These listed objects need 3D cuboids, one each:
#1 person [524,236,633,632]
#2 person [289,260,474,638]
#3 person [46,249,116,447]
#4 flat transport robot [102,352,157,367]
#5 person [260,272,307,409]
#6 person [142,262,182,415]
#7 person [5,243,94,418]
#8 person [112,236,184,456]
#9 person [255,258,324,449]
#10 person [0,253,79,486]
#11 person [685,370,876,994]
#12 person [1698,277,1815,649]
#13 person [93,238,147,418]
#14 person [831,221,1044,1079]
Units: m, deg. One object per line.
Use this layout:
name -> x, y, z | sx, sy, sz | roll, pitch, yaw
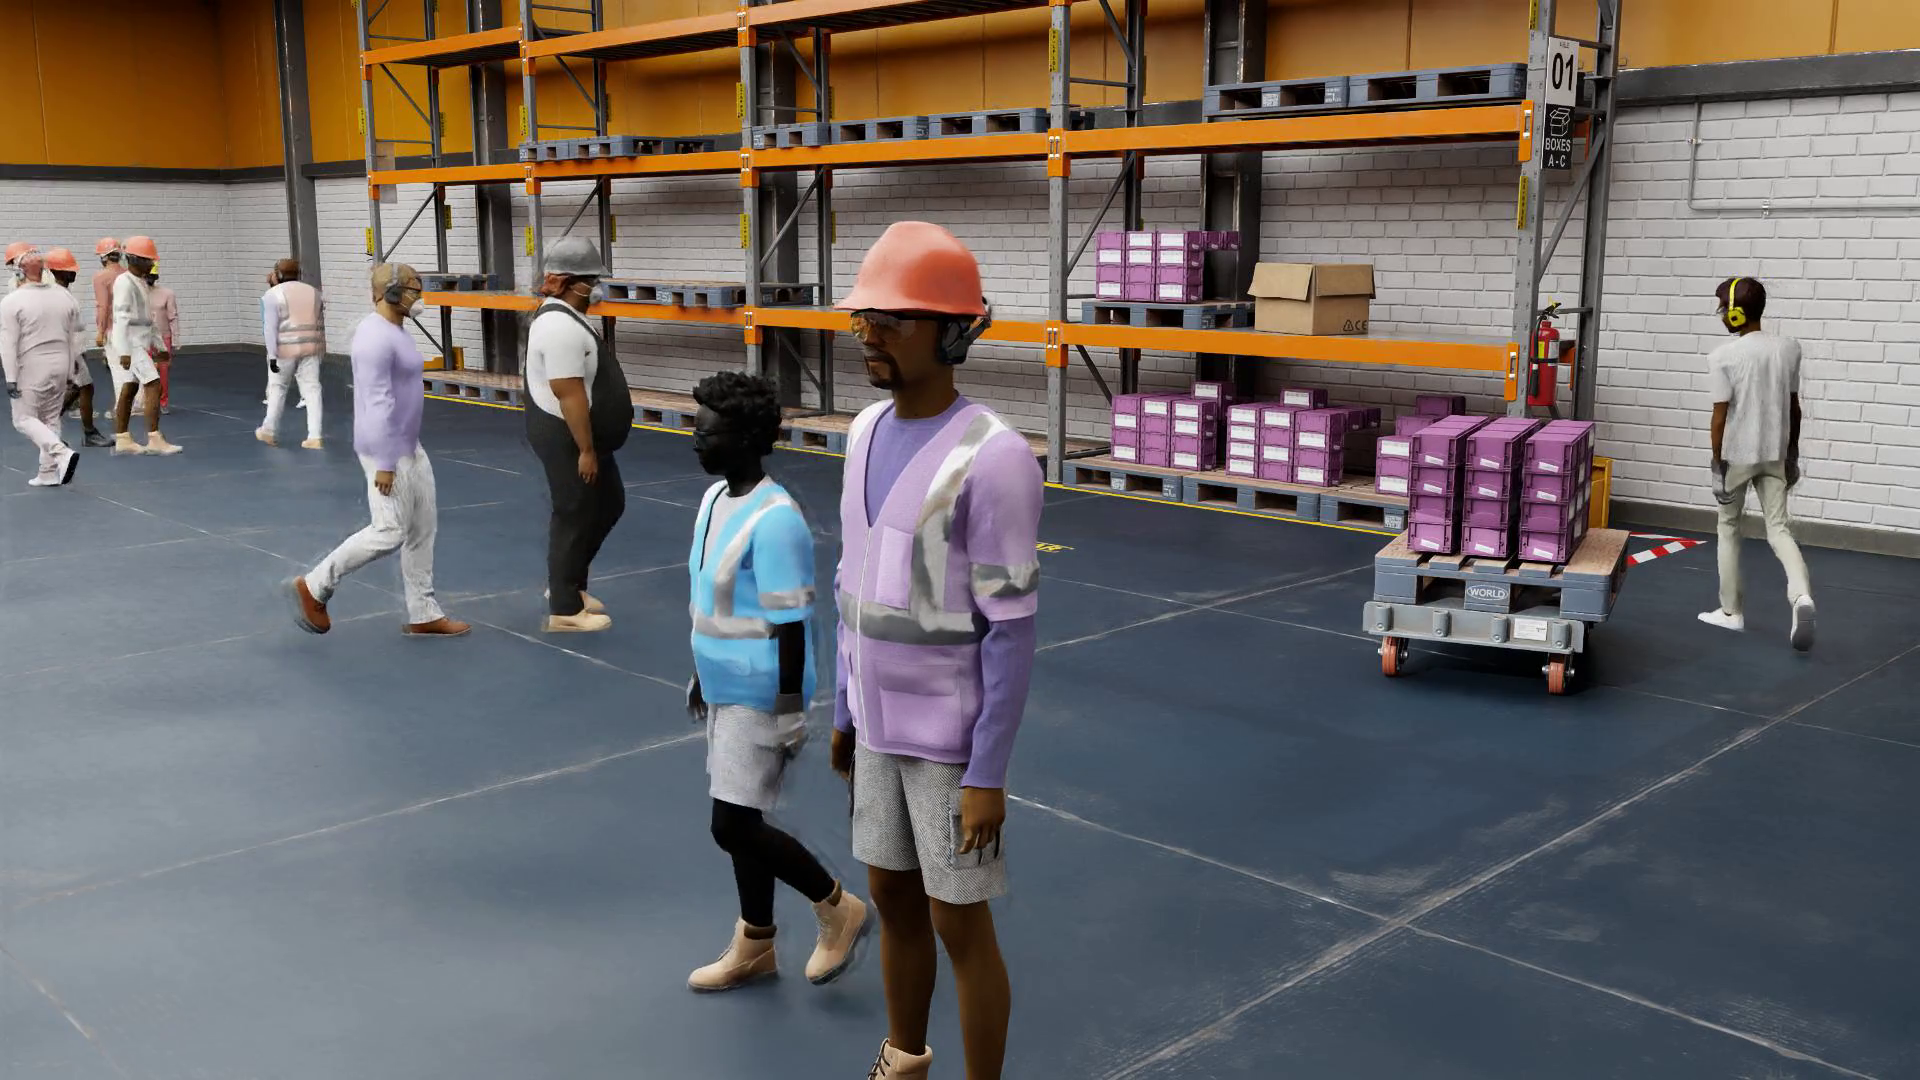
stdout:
person -> -1.937, -0.539, 8.481 | 0.538, 2.000, 0.704 | -2, 11, -12
person -> -2.899, -0.428, 8.246 | 0.777, 1.913, 0.632 | -2, 11, -8
person -> -8.452, -1.791, 15.736 | 0.691, 1.898, 0.615 | -6, 12, -30
flat transport robot -> -12.676, -2.757, 25.405 | 0.652, 0.197, 1.431 | -6, 12, -31
person -> -7.928, -2.338, 19.507 | 0.855, 1.592, 0.533 | 9, 14, 40
person -> -9.061, -2.273, 18.717 | 0.533, 1.751, 0.437 | -6, 12, -31
person -> -9.986, -2.274, 18.243 | 0.778, 1.950, 0.389 | -1, 10, -3
person -> -7.486, -1.769, 15.272 | 0.755, 2.002, 0.637 | -4, 11, -19
person -> -6.424, -1.784, 15.932 | 0.944, 1.793, 0.637 | 9, 14, 40
person -> -7.295, -1.334, 13.239 | 0.651, 1.889, 0.650 | 4, 11, 21
person -> -0.527, 0.393, 4.379 | 0.405, 1.682, 0.540 | -4, 11, -23
person -> 3.967, -0.376, 8.237 | 0.558, 1.822, 0.839 | 0, 10, -1
person -> -9.358, -2.348, 18.479 | 0.401, 1.990, 0.622 | 3, 11, 18
person -> -0.090, 0.379, 3.463 | 0.367, 2.048, 0.607 | -8, 13, -36
